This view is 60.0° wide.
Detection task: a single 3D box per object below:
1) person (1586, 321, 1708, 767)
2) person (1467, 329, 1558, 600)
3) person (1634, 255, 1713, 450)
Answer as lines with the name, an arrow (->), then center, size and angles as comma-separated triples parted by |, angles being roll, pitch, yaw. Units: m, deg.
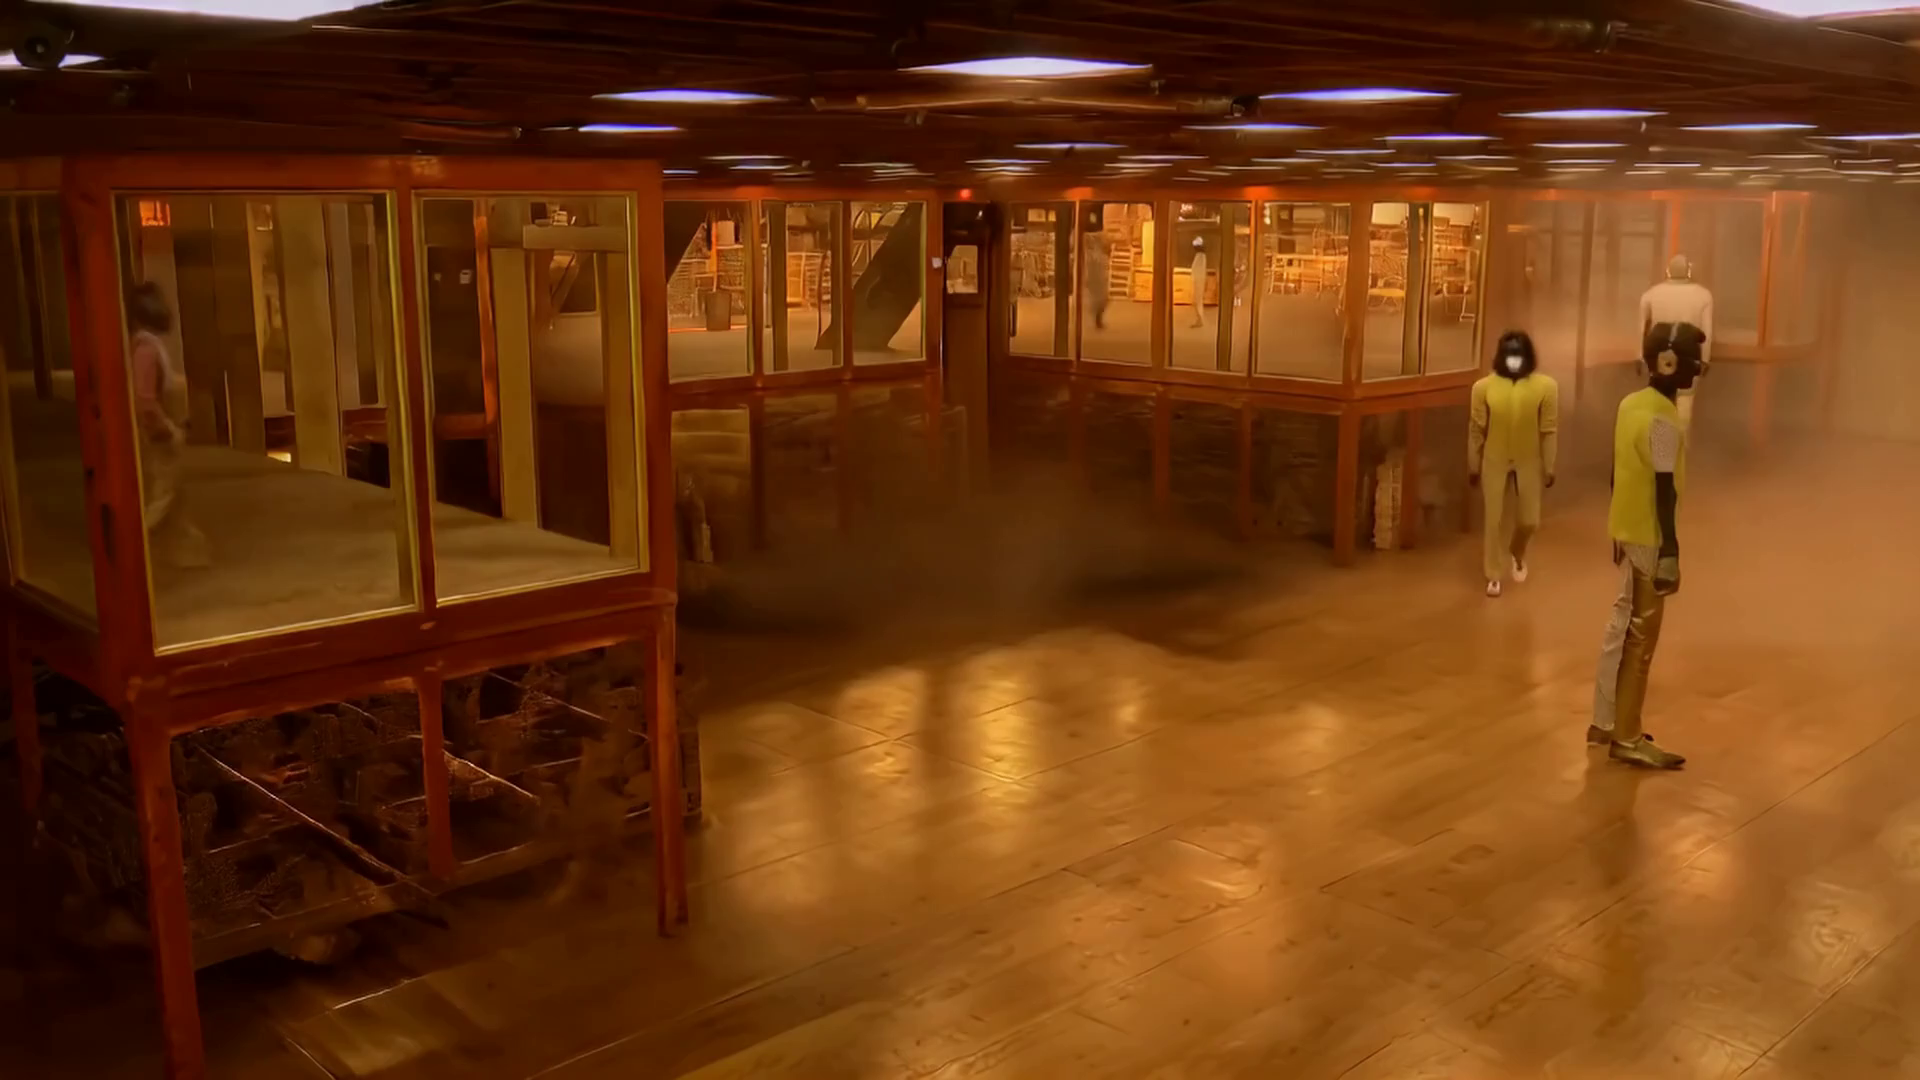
person -> 2.899, 0.015, 7.007 | 0.319, 1.863, 0.532 | 0, 11, 0
person -> 3.295, -0.453, 9.960 | 0.518, 1.617, 0.402 | 3, 12, 16
person -> 6.763, -1.754, 15.793 | 0.687, 1.880, 0.719 | 5, 12, 25
